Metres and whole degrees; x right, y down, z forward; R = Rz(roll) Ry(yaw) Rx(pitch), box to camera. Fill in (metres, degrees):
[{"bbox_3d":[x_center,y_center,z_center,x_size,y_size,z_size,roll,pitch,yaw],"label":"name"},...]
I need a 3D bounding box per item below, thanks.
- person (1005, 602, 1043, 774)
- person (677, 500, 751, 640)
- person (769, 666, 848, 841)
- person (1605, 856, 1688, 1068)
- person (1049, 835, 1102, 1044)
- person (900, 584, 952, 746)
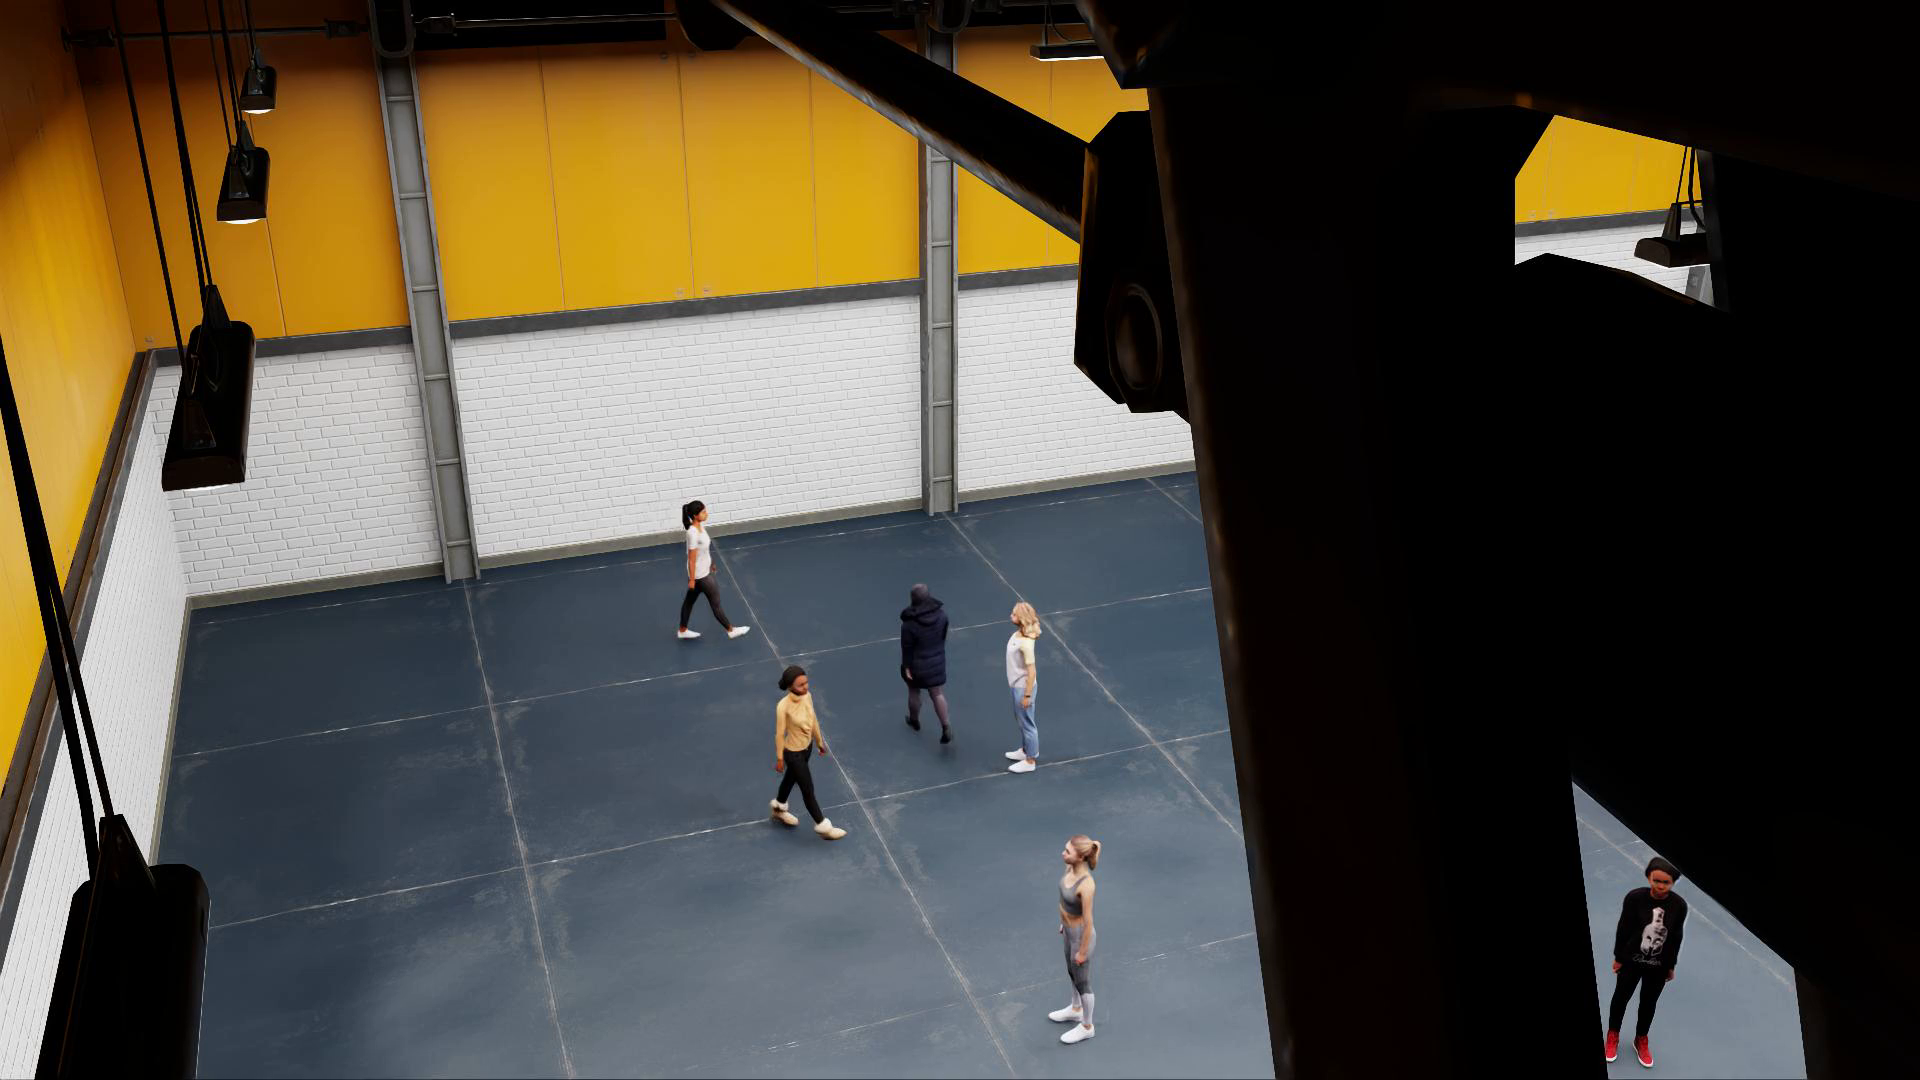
[{"bbox_3d":[0.598,1.358,15.429,0.620,1.723,0.678,-2,24,-5],"label":"person"},{"bbox_3d":[-2.892,0.357,17.863,1.094,1.608,0.797,-1,24,-2],"label":"person"},{"bbox_3d":[-1.475,1.826,14.488,1.102,1.621,1.094,13,27,27],"label":"person"},{"bbox_3d":[4.863,2.966,11.812,0.651,1.675,0.745,5,24,12],"label":"person"},{"bbox_3d":[0.858,2.861,12.018,0.532,1.702,0.580,-6,24,-14],"label":"person"},{"bbox_3d":[-0.295,1.196,15.889,0.973,1.652,0.754,-11,26,-23],"label":"person"}]
